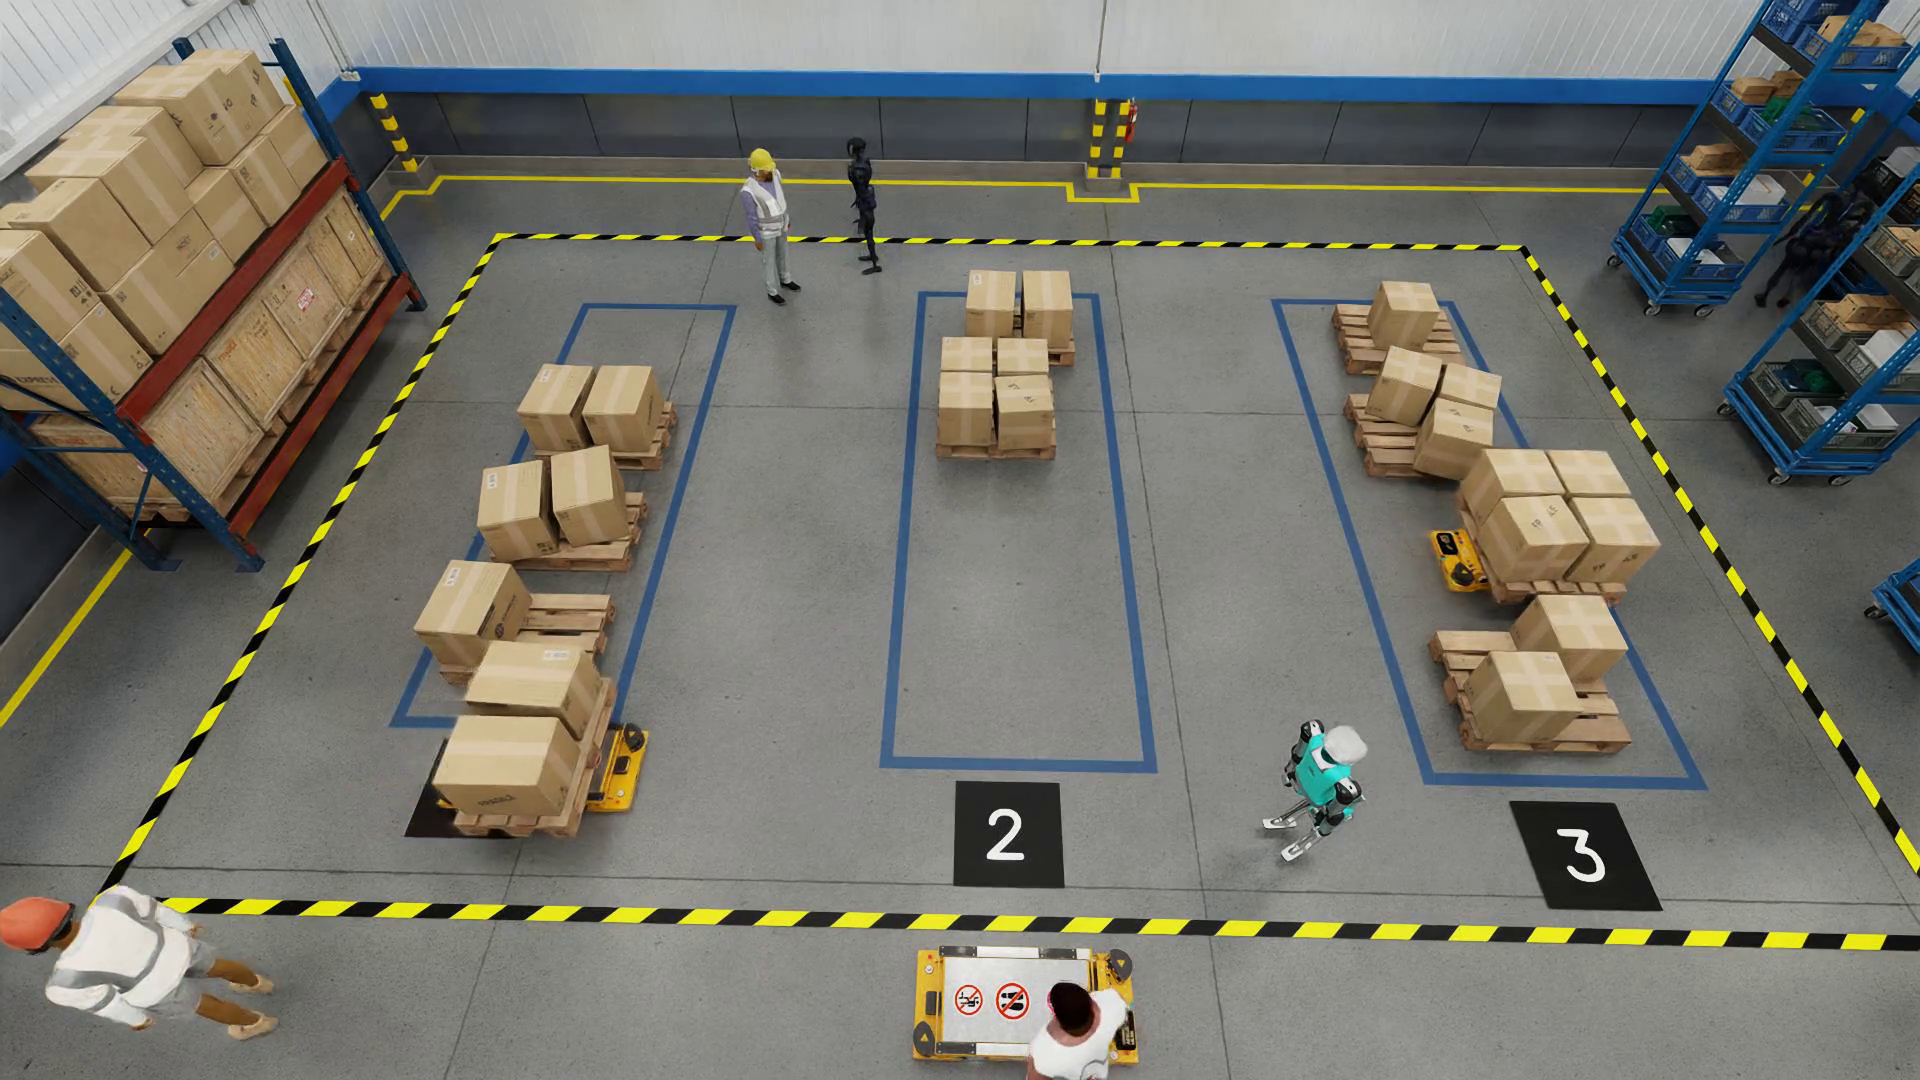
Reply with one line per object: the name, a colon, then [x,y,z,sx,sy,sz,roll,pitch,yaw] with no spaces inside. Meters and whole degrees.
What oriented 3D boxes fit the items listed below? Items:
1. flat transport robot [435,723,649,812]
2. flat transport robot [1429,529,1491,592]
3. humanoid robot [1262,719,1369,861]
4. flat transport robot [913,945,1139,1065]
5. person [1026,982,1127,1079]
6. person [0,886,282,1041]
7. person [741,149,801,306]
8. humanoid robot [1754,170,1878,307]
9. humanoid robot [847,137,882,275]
flat transport robot: [-3.201,1.733,7.055,1.431,0.197,0.652,1,51,1]
flat transport robot: [5.118,0.162,8.336,1.431,0.197,0.652,1,51,1]
humanoid robot: [2.495,1.657,6.104,0.735,1.673,0.533,-13,52,-10]
flat transport robot: [0.422,3.041,6.007,1.431,0.231,0.659,1,51,1]
person: [0.637,2.848,5.119,0.643,1.903,0.417,-28,56,-21]
person: [-4.677,2.503,5.326,0.671,2.033,0.608,-1,51,-1]
person: [-2.123,-3.541,10.364,0.404,1.827,0.602,25,55,19]
humanoid robot: [9.577,-3.324,10.285,0.608,1.651,0.401,19,53,15]
humanoid robot: [-1.135,-3.918,10.761,0.315,1.657,0.599,-6,51,-5]
